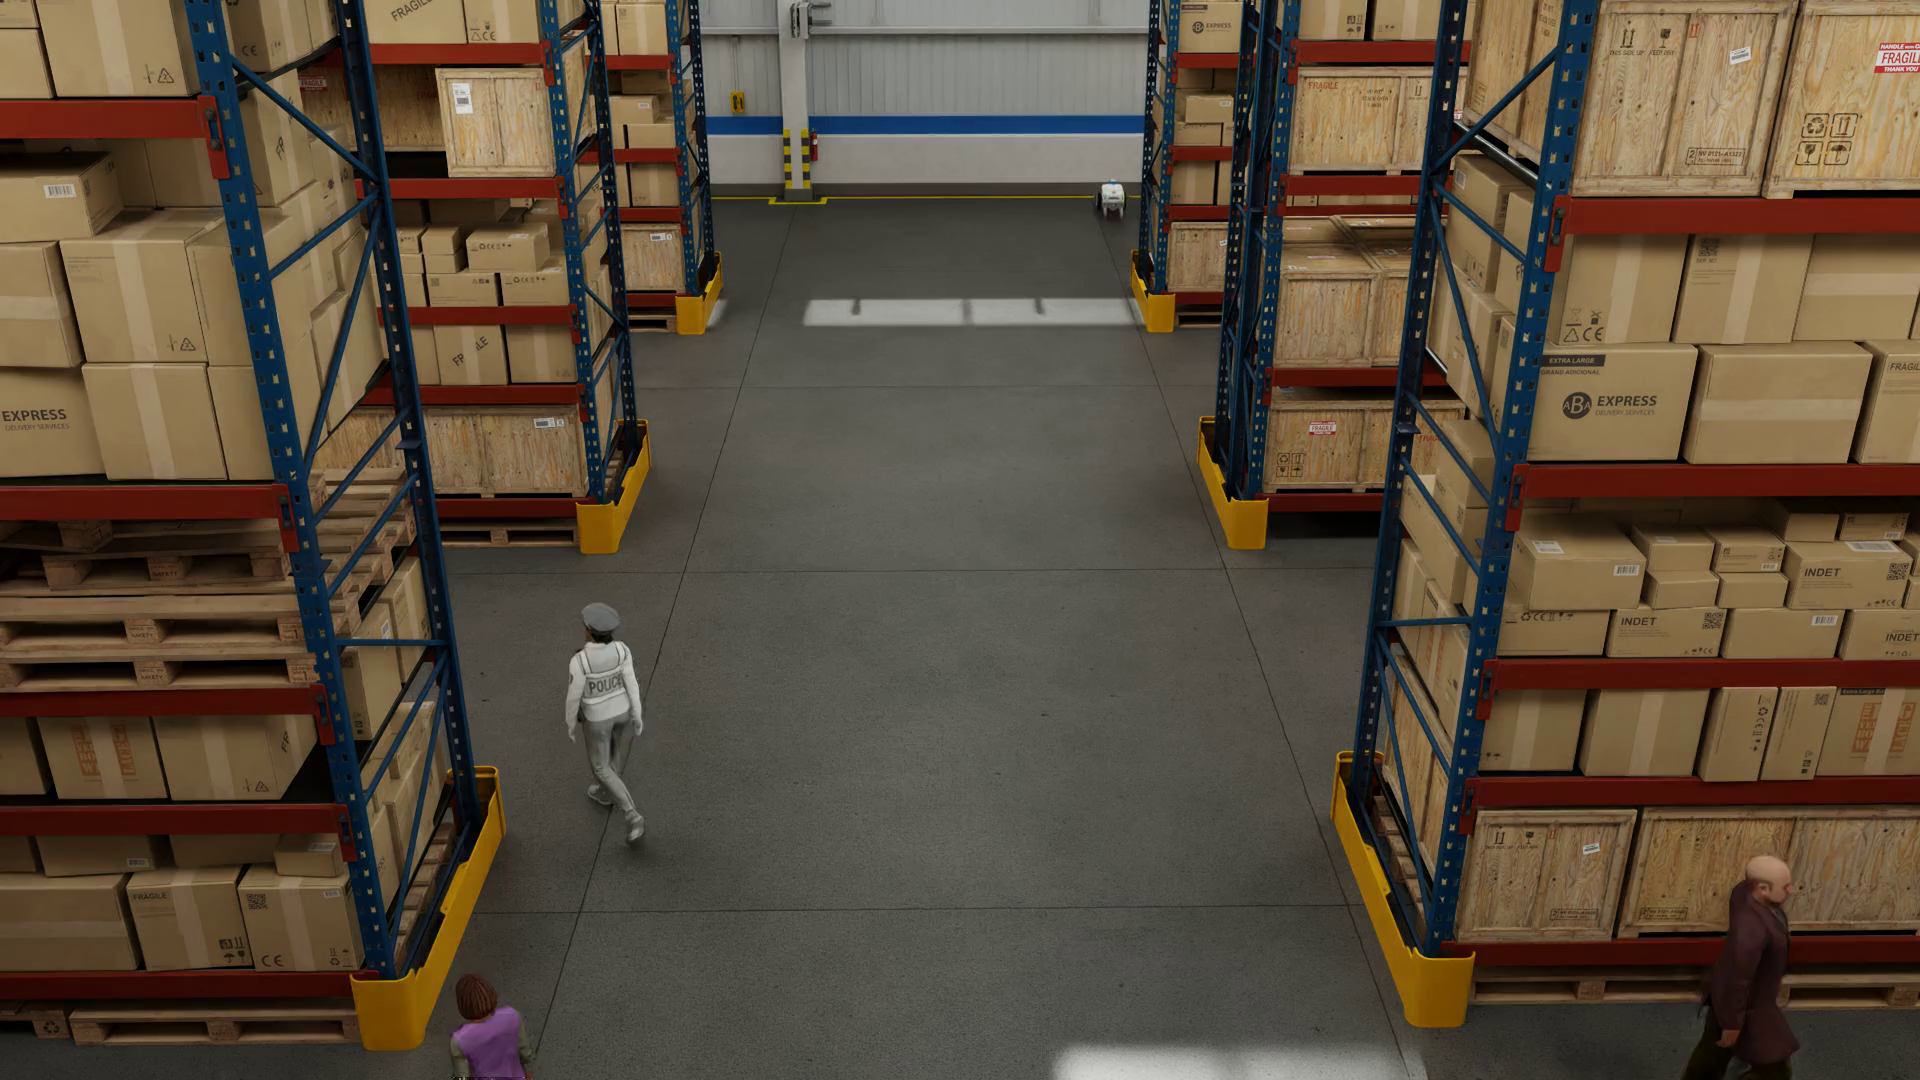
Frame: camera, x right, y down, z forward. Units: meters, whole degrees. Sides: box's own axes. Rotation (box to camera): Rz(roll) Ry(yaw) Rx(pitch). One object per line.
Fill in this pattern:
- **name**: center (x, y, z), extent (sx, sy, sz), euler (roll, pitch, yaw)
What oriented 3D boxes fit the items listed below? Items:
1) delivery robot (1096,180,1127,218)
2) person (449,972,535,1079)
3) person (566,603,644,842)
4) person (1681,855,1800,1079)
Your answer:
- **delivery robot**: center (2.432, -5.604, 27.449), extent (0.667, 0.535, 0.727), euler (1, 25, 2)
- **person**: center (-2.307, 2.754, 8.187), extent (0.453, 1.555, 0.886), euler (-15, 29, -29)
- **person**: center (-2.429, 1.219, 11.384), extent (0.491, 1.678, 0.904), euler (-20, 32, -36)
- **person**: center (4.115, 2.403, 8.663), extent (0.497, 1.782, 0.587), euler (8, 26, 17)
